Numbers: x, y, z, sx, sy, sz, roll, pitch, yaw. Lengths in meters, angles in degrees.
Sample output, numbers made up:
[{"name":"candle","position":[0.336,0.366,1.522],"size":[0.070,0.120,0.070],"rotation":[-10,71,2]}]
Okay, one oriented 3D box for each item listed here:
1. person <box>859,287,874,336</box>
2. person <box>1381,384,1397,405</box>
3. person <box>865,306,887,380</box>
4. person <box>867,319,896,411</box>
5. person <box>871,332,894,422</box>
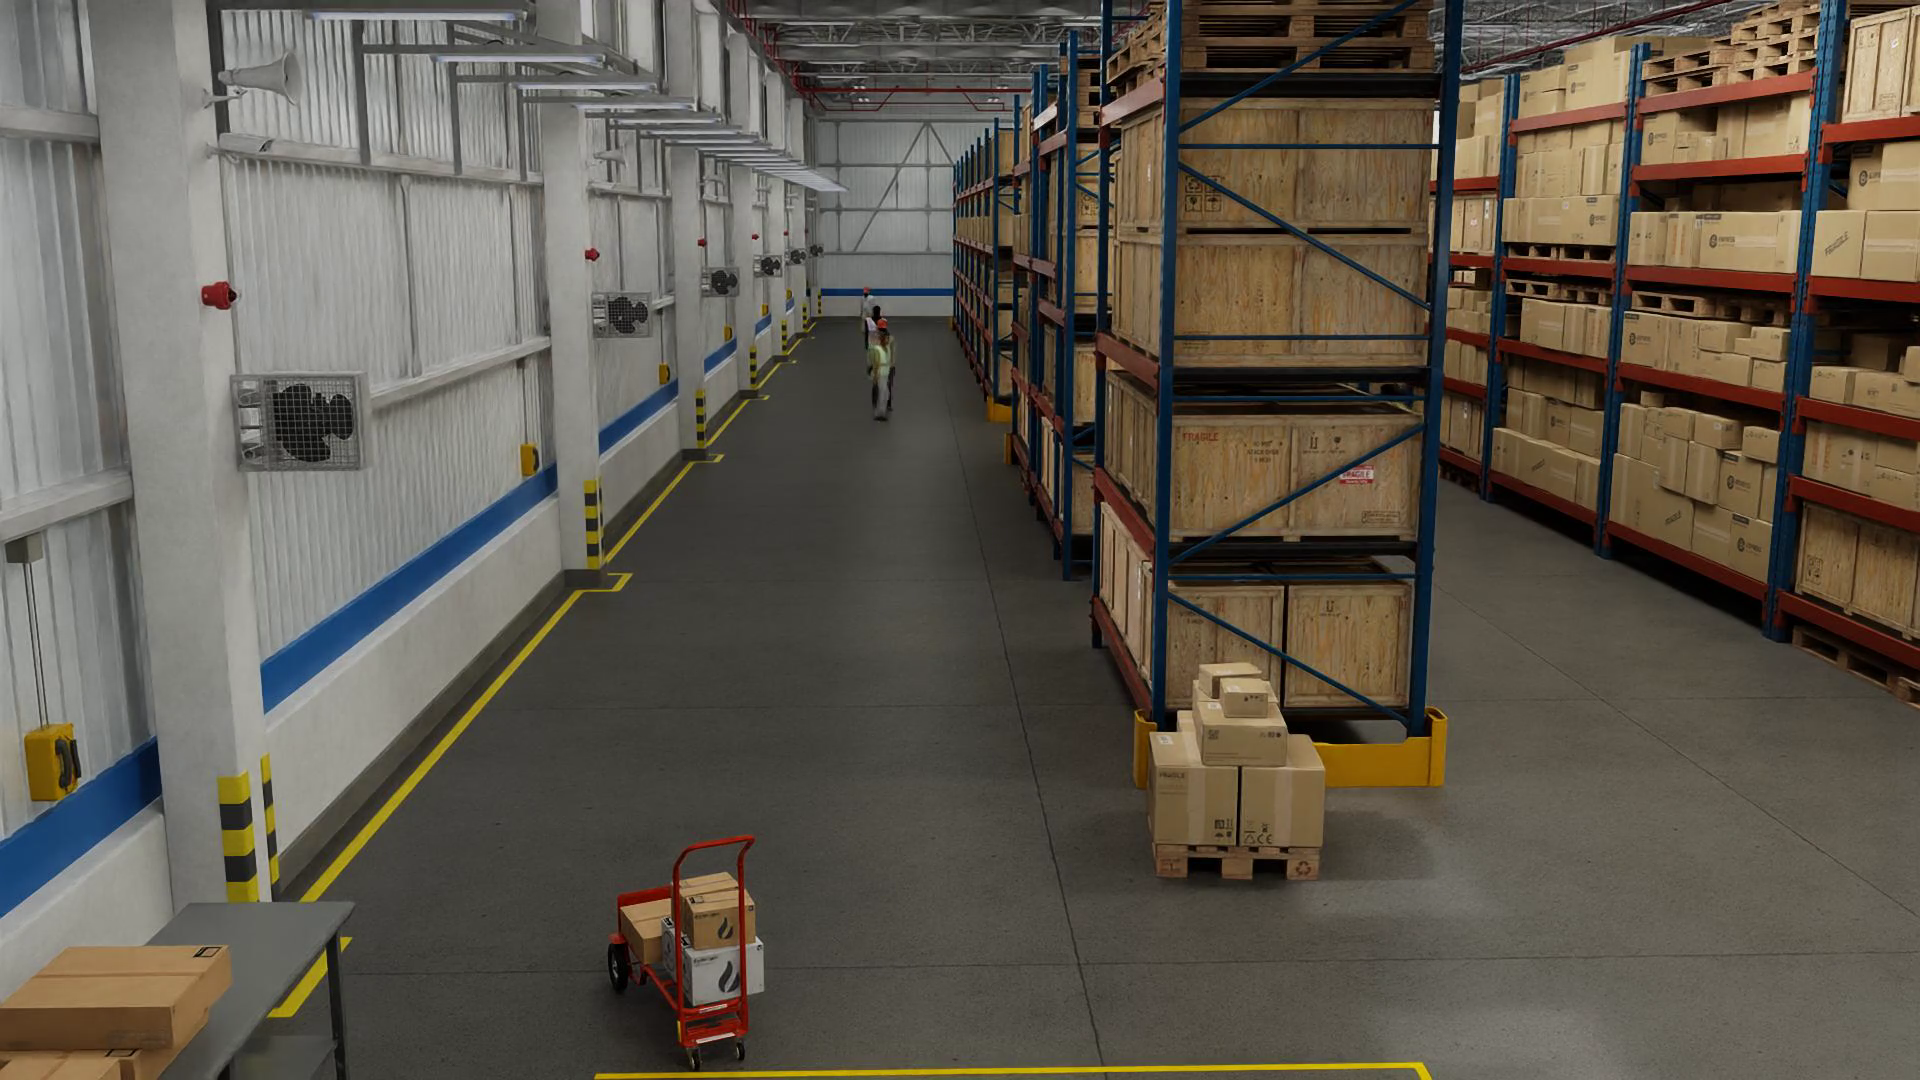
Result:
[{"name":"person","position":[-3.321,-8.168,59.410],"size":[0.576,1.708,0.884],"rotation":[4,12,21]},{"name":"person","position":[6.420,-1.498,24.799],"size":[0.727,1.652,0.549],"rotation":[7,13,32]},{"name":"person","position":[-2.158,-5.072,42.794],"size":[0.598,1.906,0.413],"rotation":[-3,11,-15]},{"name":"person","position":[-1.677,-3.752,35.714],"size":[0.621,1.986,0.411],"rotation":[-3,11,-16]},{"name":"person","position":[-1.535,-3.317,33.859],"size":[0.573,1.821,0.595],"rotation":[5,12,23]}]
